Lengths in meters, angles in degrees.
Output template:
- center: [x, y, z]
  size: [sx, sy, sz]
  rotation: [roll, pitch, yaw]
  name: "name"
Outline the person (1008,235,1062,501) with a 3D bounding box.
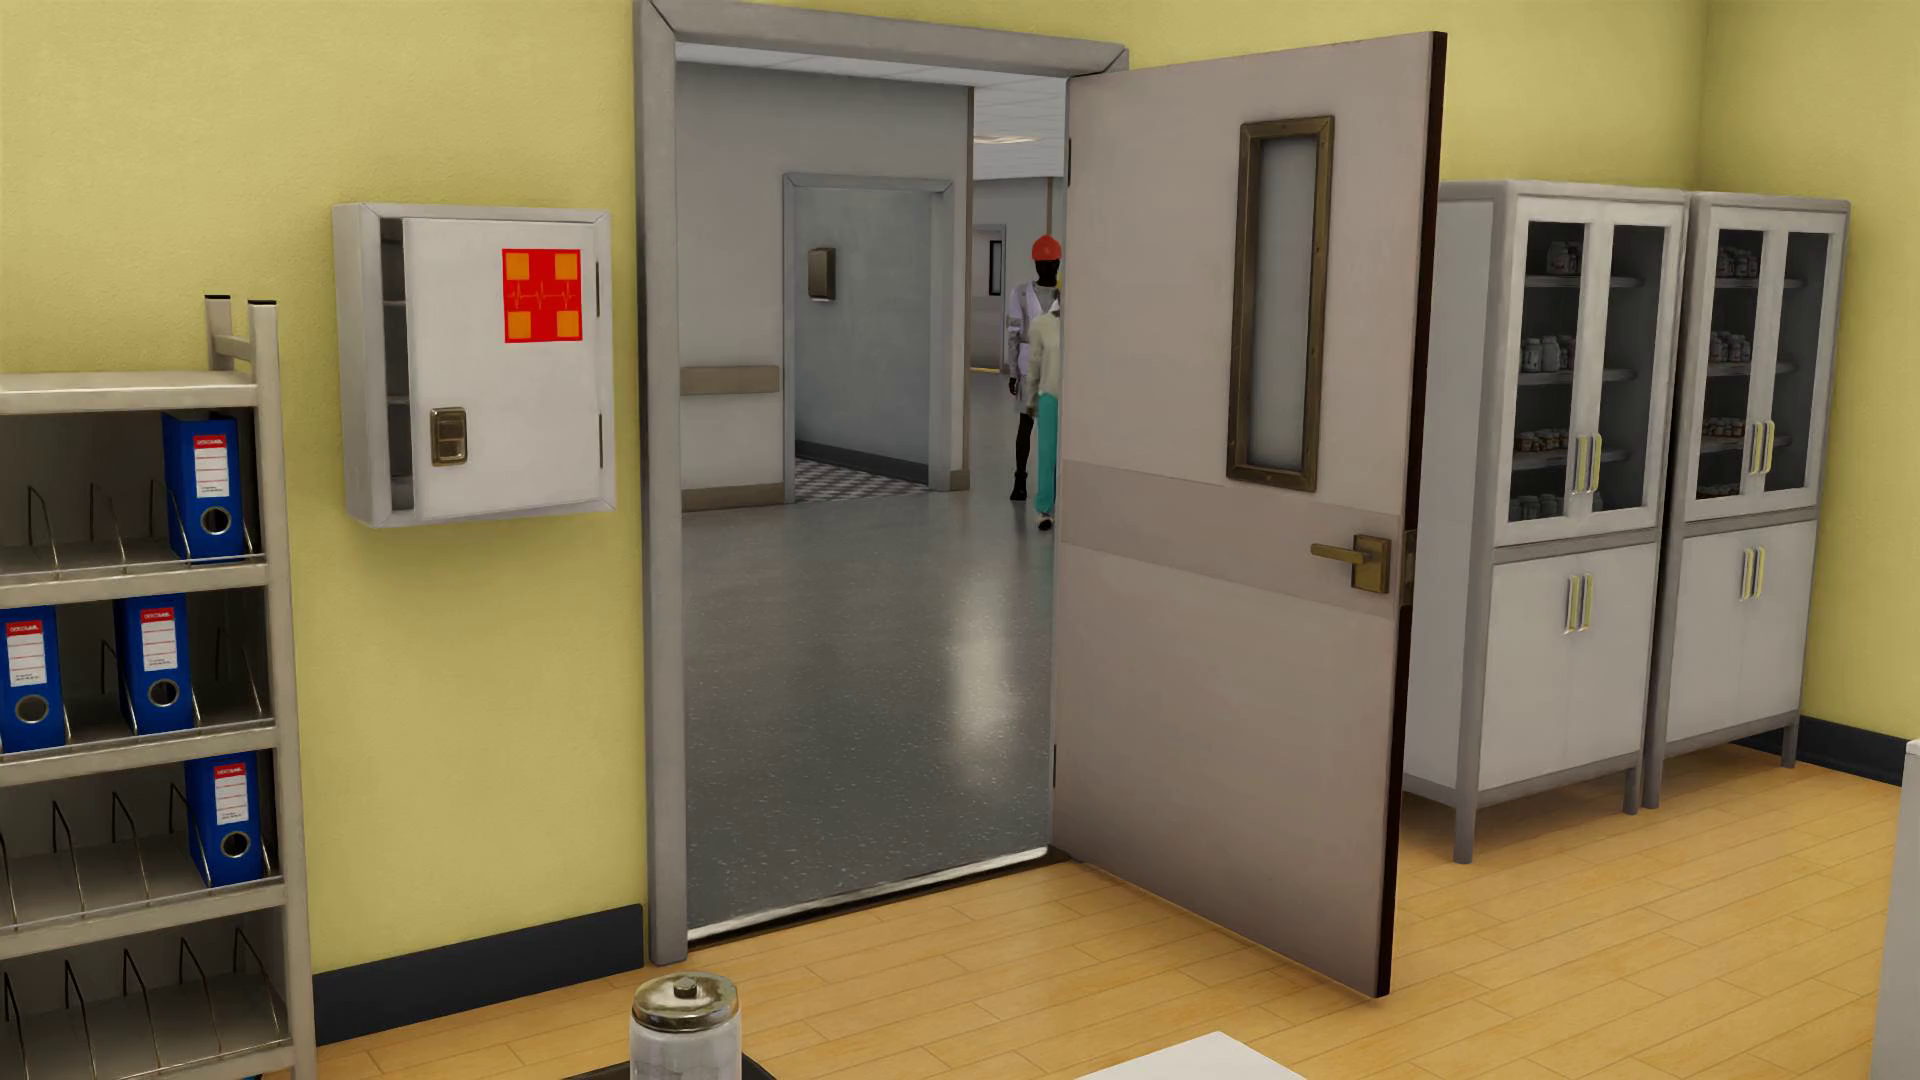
- center: [0.618, -1.246, 12.165]
  size: [0.546, 1.939, 0.375]
  rotation: [1, 10, 2]
  name: "person"
